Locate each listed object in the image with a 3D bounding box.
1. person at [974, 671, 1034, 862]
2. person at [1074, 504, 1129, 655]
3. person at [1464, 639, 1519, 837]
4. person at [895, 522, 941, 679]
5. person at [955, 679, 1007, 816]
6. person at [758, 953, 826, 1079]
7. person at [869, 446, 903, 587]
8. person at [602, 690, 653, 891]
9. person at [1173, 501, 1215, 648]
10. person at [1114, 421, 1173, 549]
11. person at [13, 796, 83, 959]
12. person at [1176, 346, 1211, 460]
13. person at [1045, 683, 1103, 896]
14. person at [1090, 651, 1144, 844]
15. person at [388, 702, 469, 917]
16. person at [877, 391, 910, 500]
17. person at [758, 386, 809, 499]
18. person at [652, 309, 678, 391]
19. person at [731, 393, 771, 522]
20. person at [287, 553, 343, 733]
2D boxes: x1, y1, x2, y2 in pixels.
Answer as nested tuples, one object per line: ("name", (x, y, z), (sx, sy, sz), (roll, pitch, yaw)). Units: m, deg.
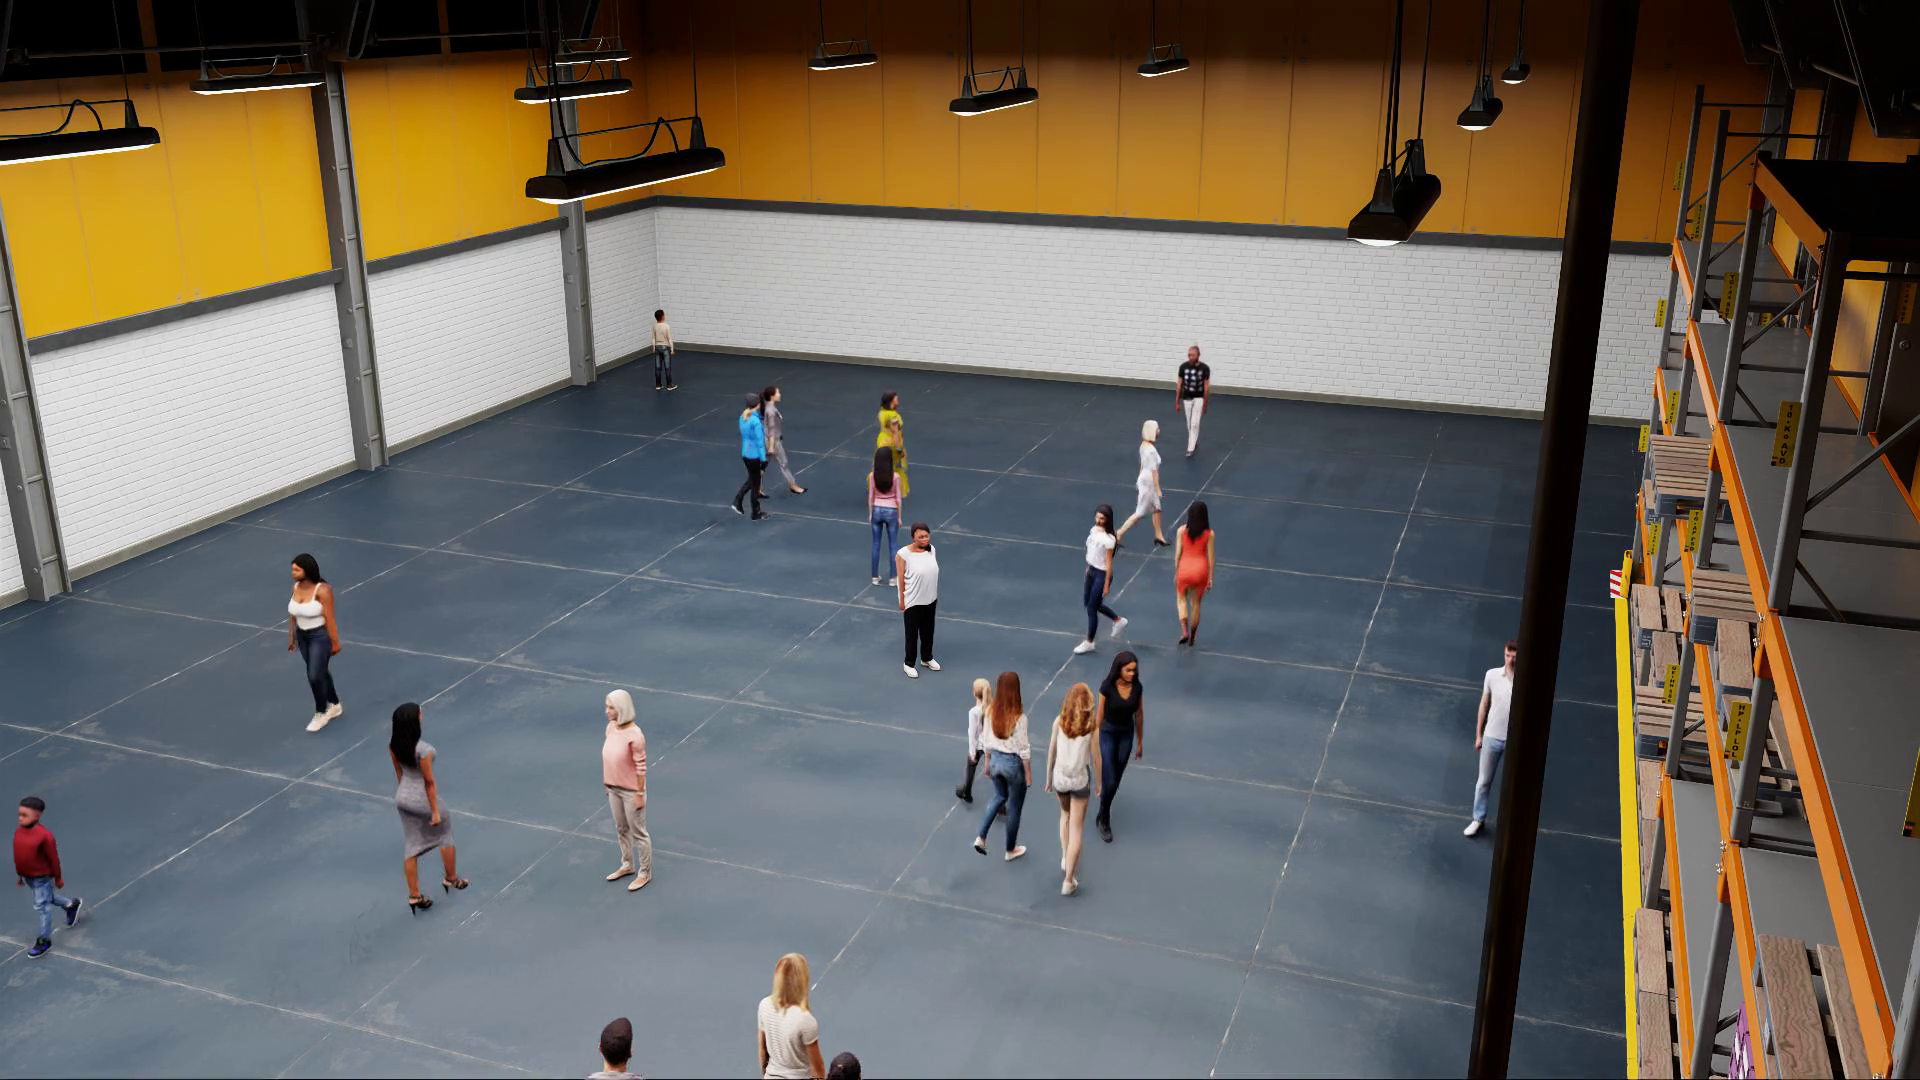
("person", (0.352, 1.921, 13.847), (0.737, 1.720, 0.864), (15, 24, 38))
("person", (1.596, 0.422, 18.252), (1.024, 1.750, 0.971), (-6, 19, -16))
("person", (4.691, 1.707, 14.279), (0.682, 1.850, 0.609), (10, 21, 27))
("person", (-0.422, 0.609, 17.794), (0.717, 1.688, 0.820), (-14, 23, -37))
("person", (0.258, 1.858, 14.764), (0.860, 1.254, 0.879), (-11, 22, -30))
("person", (-0.996, 3.250, 9.737), (0.632, 1.824, 0.576), (10, 21, 28))
("person", (-0.927, -0.303, 20.419), (0.583, 1.740, 0.549), (4, 19, 11))
("person", (-2.716, 2.015, 13.560), (0.667, 1.725, 0.635), (14, 23, 37))
("person", (2.563, 0.413, 18.347), (0.672, 1.707, 0.777), (3, 19, 9))
("person", (2.356, -0.674, 21.557), (0.940, 1.716, 1.089), (-2, 19, -5))
("person", (-7.042, 2.527, 12.797), (0.522, 1.242, 0.826), (8, 20, 22))
("person", (3.671, -2.154, 25.908), (0.683, 1.745, 1.174), (7, 20, 20))
("person", (0.877, 2.032, 13.483), (0.593, 1.741, 0.799), (6, 19, 16))
("person", (1.322, 1.726, 14.436), (0.752, 1.714, 0.811), (-5, 19, -15))
("person", (-4.325, 2.148, 13.100), (0.632, 1.766, 0.795), (8, 20, 23))
("person", (-1.059, -1.292, 23.502), (1.029, 1.647, 0.951), (-5, 19, -15))
("person", (-2.776, -1.354, 23.695), (1.056, 1.641, 1.048), (-6, 20, -18))
("person", (-5.413, -3.463, 30.234), (0.569, 1.465, 0.532), (4, 19, 13))
("person", (-2.925, -1.117, 22.753), (0.929, 1.794, 0.863), (-9, 21, -25))
("person", (-6.338, 0.967, 16.566), (0.714, 1.793, 0.841), (10, 21, 28))
